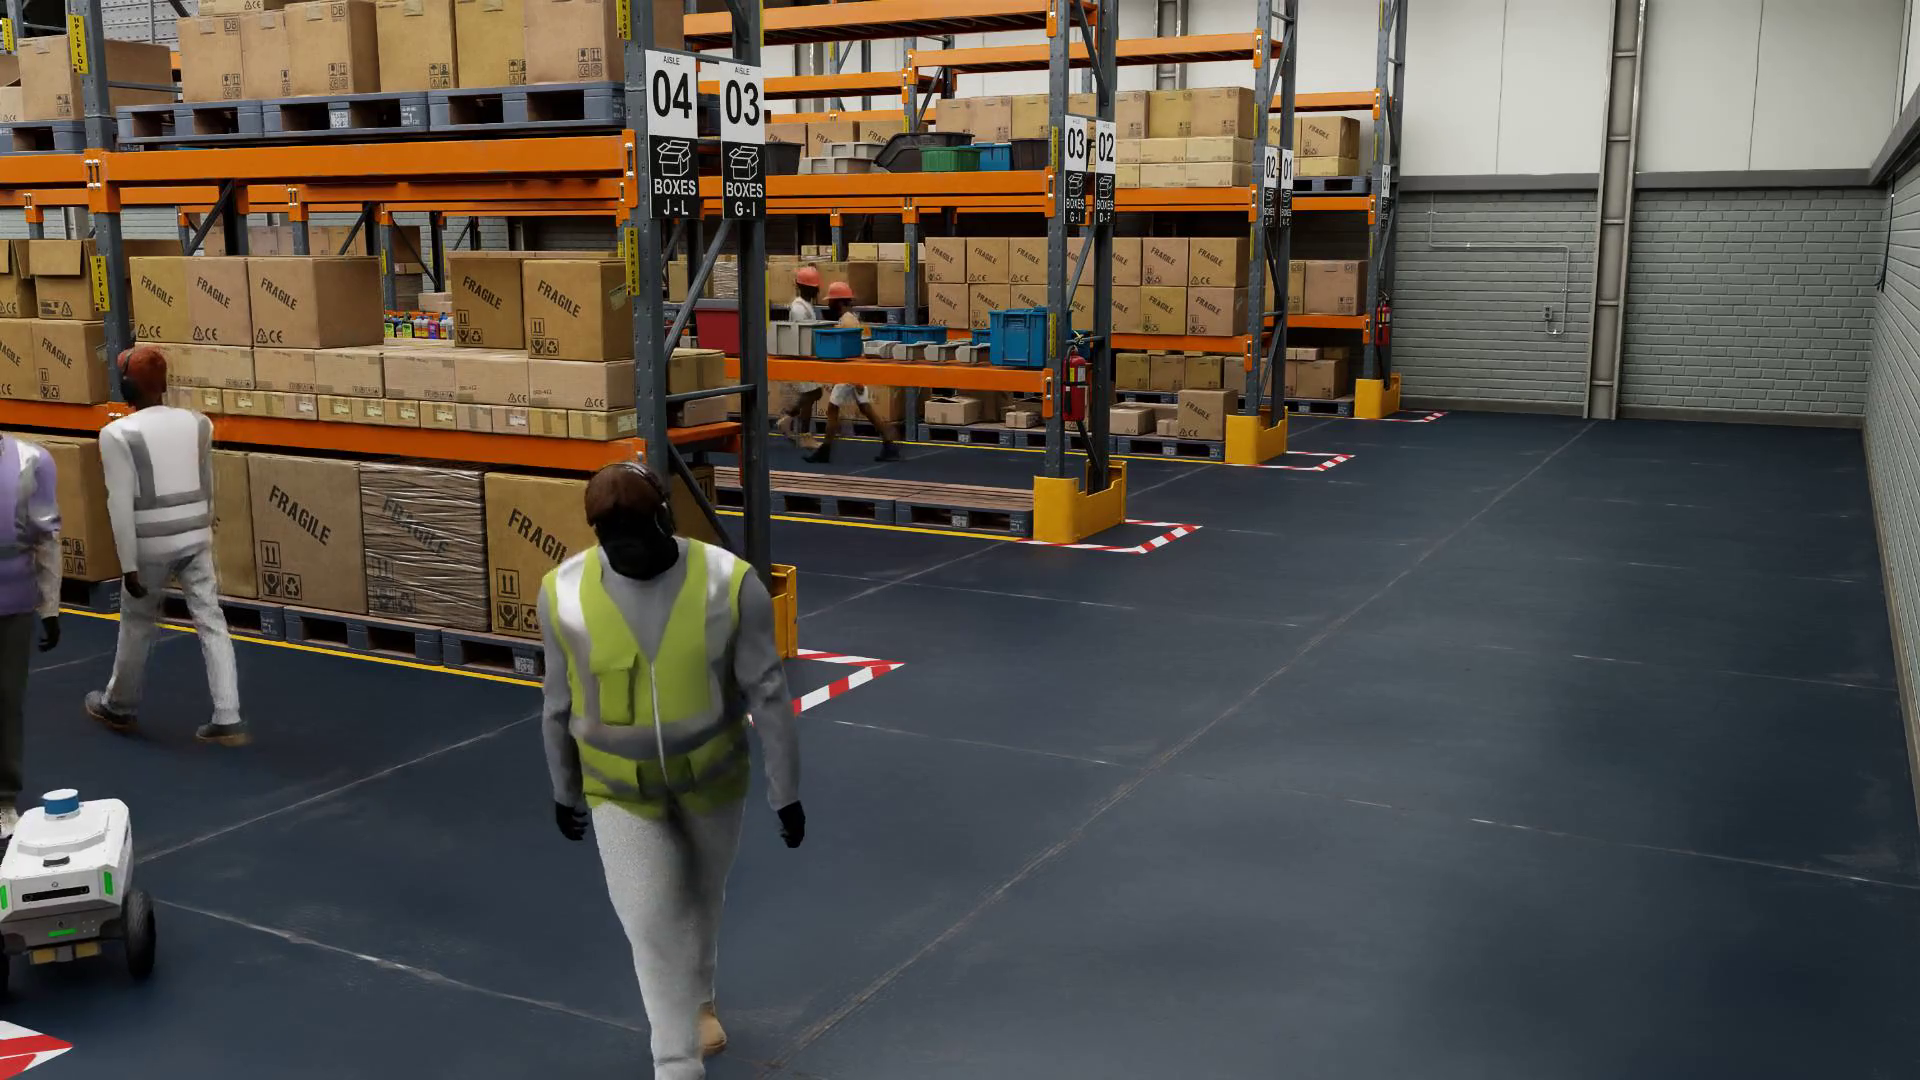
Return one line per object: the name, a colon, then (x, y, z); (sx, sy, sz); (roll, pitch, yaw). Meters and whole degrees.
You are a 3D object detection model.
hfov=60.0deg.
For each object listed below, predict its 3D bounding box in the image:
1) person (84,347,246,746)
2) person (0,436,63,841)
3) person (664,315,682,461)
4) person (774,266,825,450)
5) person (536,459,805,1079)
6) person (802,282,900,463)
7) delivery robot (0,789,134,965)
person: (-3.722, 0.030, 7.724); (0.980, 1.830, 0.576); (7, 12, 32)
person: (-3.711, 0.254, 6.336); (0.581, 1.901, 0.643); (-8, 13, -38)
person: (-2.127, -0.700, 11.331); (0.446, 1.974, 0.641); (9, 13, 39)
person: (-1.717, -1.971, 18.163); (0.525, 2.016, 0.633); (0, 10, 0)
person: (-0.773, 0.664, 4.467); (0.687, 1.784, 0.940); (-2, 11, -10)
person: (-1.102, -1.722, 17.183); (1.014, 1.889, 0.535); (0, 10, 2)
delivery robot: (-2.899, 1.053, 5.403); (0.477, 0.478, 0.707); (-4, 11, -23)
